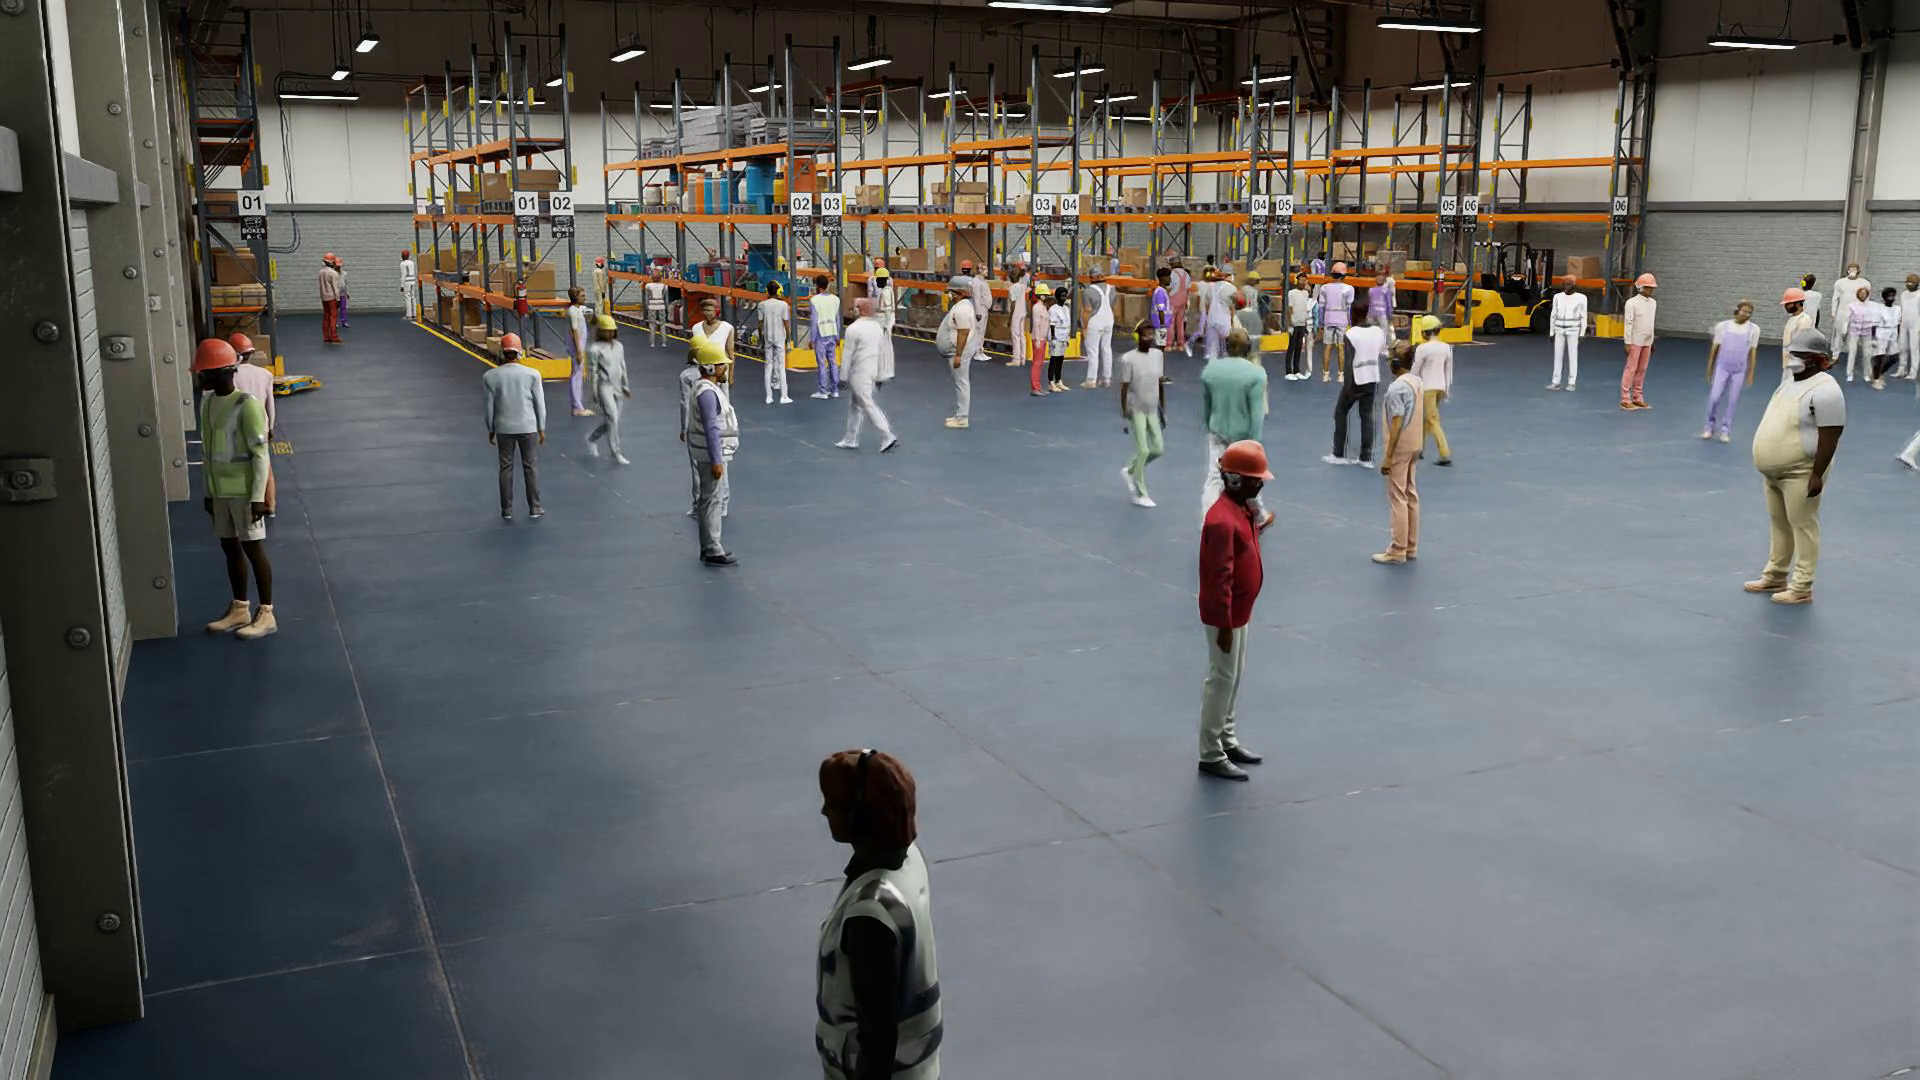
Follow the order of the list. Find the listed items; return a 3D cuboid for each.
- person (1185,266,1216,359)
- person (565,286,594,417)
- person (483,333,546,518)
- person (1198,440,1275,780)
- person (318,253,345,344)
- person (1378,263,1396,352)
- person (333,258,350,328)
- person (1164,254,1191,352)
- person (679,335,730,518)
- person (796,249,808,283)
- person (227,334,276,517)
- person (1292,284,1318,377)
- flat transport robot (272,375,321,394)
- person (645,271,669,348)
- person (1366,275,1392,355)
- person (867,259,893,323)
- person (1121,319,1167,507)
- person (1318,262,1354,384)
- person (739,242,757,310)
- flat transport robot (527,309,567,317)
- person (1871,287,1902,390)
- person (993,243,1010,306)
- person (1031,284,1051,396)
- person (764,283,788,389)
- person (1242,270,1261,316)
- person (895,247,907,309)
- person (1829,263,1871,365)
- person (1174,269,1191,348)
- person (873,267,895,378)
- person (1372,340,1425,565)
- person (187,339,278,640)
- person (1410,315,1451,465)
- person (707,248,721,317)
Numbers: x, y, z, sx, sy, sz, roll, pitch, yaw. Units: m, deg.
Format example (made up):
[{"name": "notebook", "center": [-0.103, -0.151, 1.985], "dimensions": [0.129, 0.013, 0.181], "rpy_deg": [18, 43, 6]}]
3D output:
[{"name": "person", "center": [4.804, -4.495, 32.943], "dimensions": [0.553, 1.832, 0.747], "rpy_deg": [-8, 14, -36]}, {"name": "person", "center": [-5.427, -2.677, 23.631], "dimensions": [0.345, 1.847, 0.504], "rpy_deg": [-3, 12, -15]}, {"name": "person", "center": [-4.199, -1.078, 15.733], "dimensions": [0.563, 1.755, 0.320], "rpy_deg": [-2, 11, -8]}, {"name": "person", "center": [1.407, 0.353, 8.509], "dimensions": [0.355, 1.740, 0.573], "rpy_deg": [4, 12, 19]}, {"name": "person", "center": [-13.890, -5.326, 36.742], "dimensions": [0.622, 1.989, 0.406], "rpy_deg": [8, 14, 35]}, {"name": "person", "center": [8.841, -4.819, 34.556], "dimensions": [0.389, 1.835, 0.567], "rpy_deg": [-2, 11, -11]}, {"name": "person", "center": [-15.589, -6.198, 41.762], "dimensions": [0.330, 1.750, 0.572], "rpy_deg": [8, 14, 35]}, {"name": "person", "center": [4.457, -4.955, 34.715], "dimensions": [0.684, 2.000, 0.535], "rpy_deg": [-9, 14, -38]}, {"name": "person", "center": [-2.432, -1.075, 15.776], "dimensions": [0.485, 1.736, 0.308], "rpy_deg": [-7, 13, -30]}, {"name": "person", "center": [-5.065, -8.279, 52.384], "dimensions": [0.574, 1.738, 0.352], "rpy_deg": [-3, 11, -13]}, {"name": "person", "center": [-6.713, -1.058, 15.635], "dimensions": [0.330, 1.751, 0.573], "rpy_deg": [7, 13, 33]}, {"name": "person", "center": [6.039, -3.681, 29.259], "dimensions": [0.520, 1.639, 0.312], "rpy_deg": [7, 13, 33]}, {"name": "flat transport robot", "center": [-10.916, -2.504, 26.767], "dimensions": [0.652, 0.197, 1.431], "rpy_deg": [1, 11, 4]}, {"name": "person", "center": [-6.497, -4.938, 35.677], "dimensions": [0.509, 1.629, 0.314], "rpy_deg": [-3, 12, -16]}, {"name": "person", "center": [8.479, -4.565, 33.810], "dimensions": [0.771, 1.618, 0.357], "rpy_deg": [8, 14, 36]}, {"name": "person", "center": [-1.640, -4.770, 34.036], "dimensions": [0.550, 1.935, 0.376], "rpy_deg": [-3, 12, -16]}, {"name": "person", "center": [1.796, -1.267, 16.448], "dimensions": [0.549, 1.852, 0.519], "rpy_deg": [-7, 13, -33]}, {"name": "person", "center": [6.387, -3.674, 28.197], "dimensions": [0.614, 2.042, 0.373], "rpy_deg": [6, 13, 29]}, {"name": "person", "center": [-6.300, -7.850, 49.473], "dimensions": [0.612, 2.030, 0.410], "rpy_deg": [3, 11, 13]}, {"name": "flat transport robot", "center": [-11.411, -6.277, 45.945], "dimensions": [1.431, 0.197, 0.652], "rpy_deg": [1, 11, 6]}, {"name": "person", "center": [15.076, -3.275, 27.085], "dimensions": [0.546, 1.681, 0.372], "rpy_deg": [-2, 11, -9]}, {"name": "person", "center": [1.196, -7.913, 49.915], "dimensions": [0.599, 1.998, 1.028], "rpy_deg": [-7, 13, -30]}, {"name": "person", "center": [1.287, -3.159, 26.287], "dimensions": [0.314, 1.767, 0.534], "rpy_deg": [3, 12, 15]}, {"name": "person", "center": [-3.025, -3.363, 27.400], "dimensions": [0.346, 1.737, 0.486], "rpy_deg": [-10, 15, -43]}, {"name": "person", "center": [5.795, -4.518, 33.263], "dimensions": [0.426, 1.728, 0.497], "rpy_deg": [10, 15, 42]}, {"name": "person", "center": [-1.848, -7.920, 50.237], "dimensions": [0.329, 1.865, 0.509], "rpy_deg": [-8, 14, -36]}, {"name": "person", "center": [16.866, -4.282, 31.554], "dimensions": [0.631, 1.940, 0.372], "rpy_deg": [7, 13, 32]}, {"name": "person", "center": [4.754, -4.931, 35.503], "dimensions": [0.320, 1.685, 0.539], "rpy_deg": [-1, 11, -7]}, {"name": "person", "center": [-1.329, -3.799, 29.129], "dimensions": [0.384, 1.925, 0.593], "rpy_deg": [-1, 11, -4]}, {"name": "person", "center": [3.622, -0.714, 13.665], "dimensions": [0.327, 1.842, 0.511], "rpy_deg": [9, 14, 38]}, {"name": "person", "center": [-4.933, -0.339, 11.253], "dimensions": [0.611, 2.040, 0.392], "rpy_deg": [7, 13, 32]}, {"name": "person", "center": [5.442, -1.734, 19.224], "dimensions": [0.536, 1.717, 0.885], "rpy_deg": [-7, 13, -33]}, {"name": "person", "center": [-6.876, -7.151, 46.217], "dimensions": [0.408, 1.909, 0.638], "rpy_deg": [-10, 15, -42]}]
